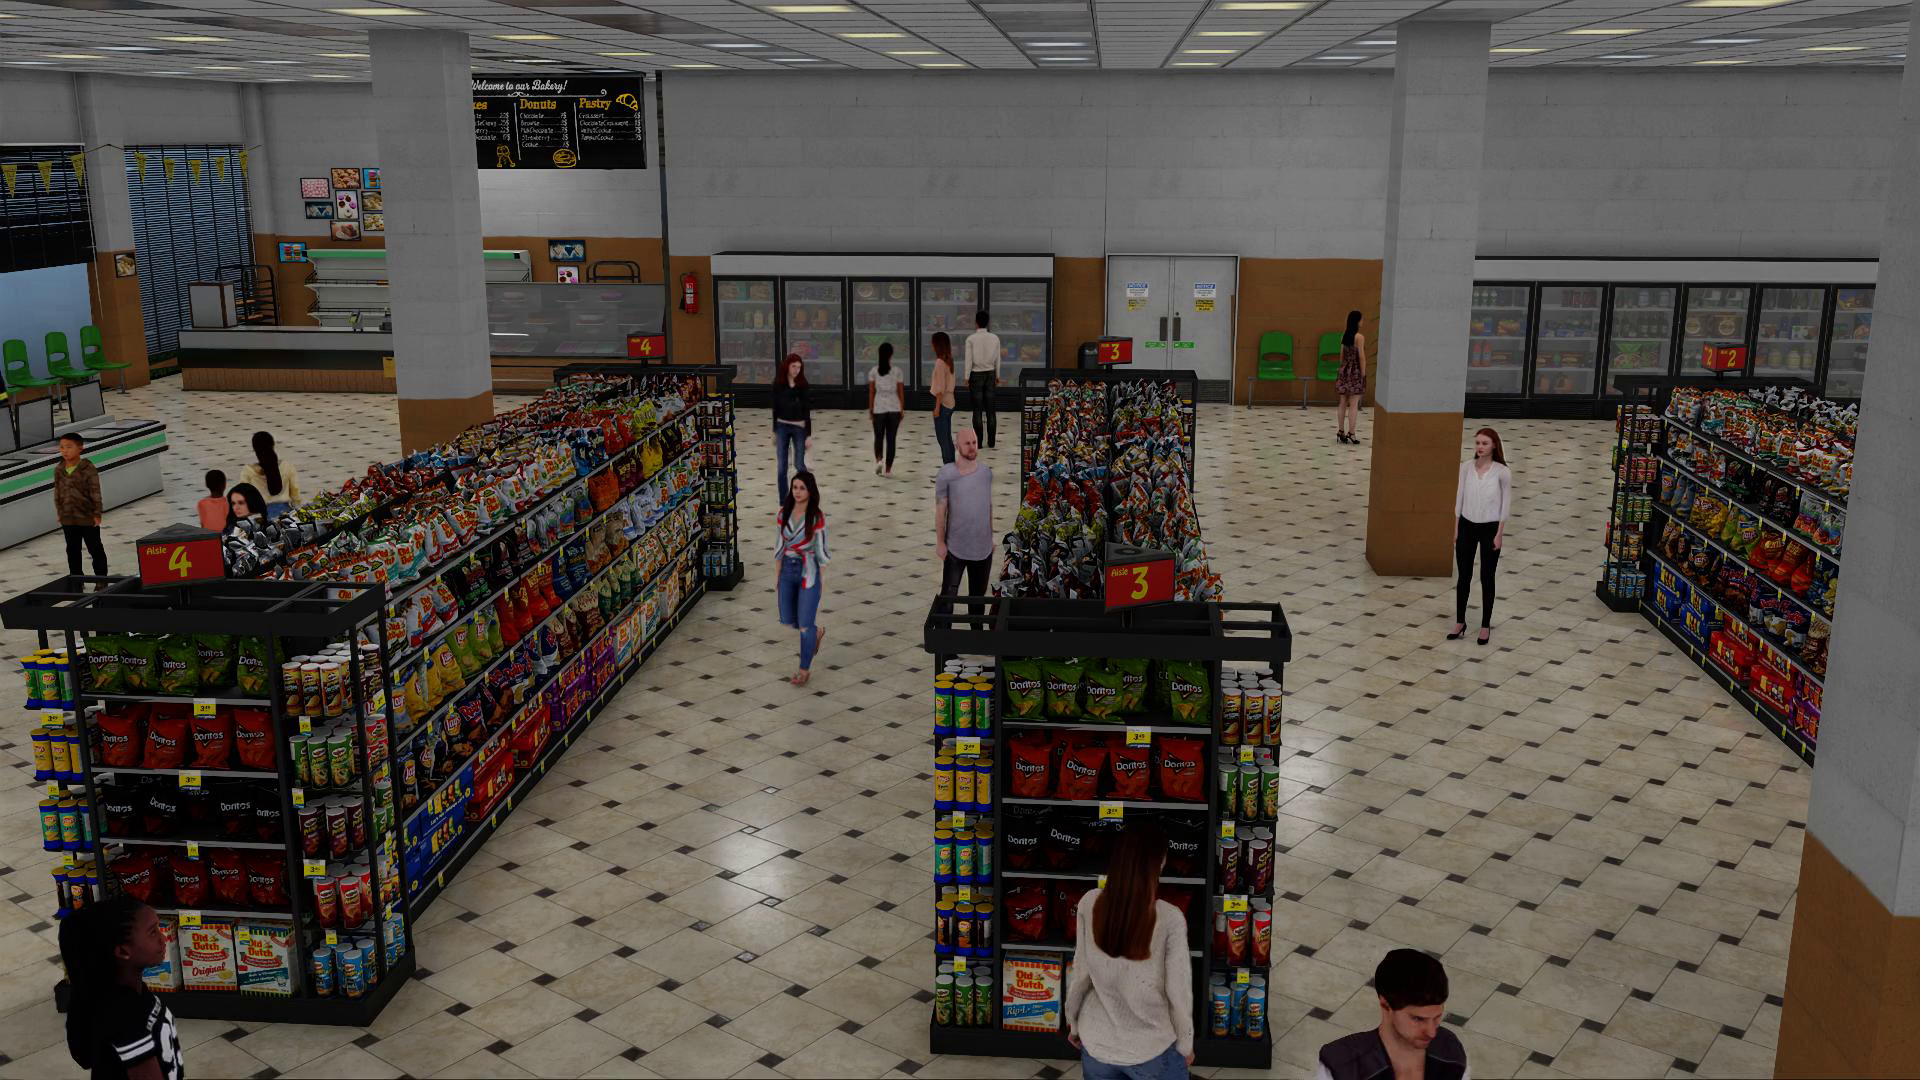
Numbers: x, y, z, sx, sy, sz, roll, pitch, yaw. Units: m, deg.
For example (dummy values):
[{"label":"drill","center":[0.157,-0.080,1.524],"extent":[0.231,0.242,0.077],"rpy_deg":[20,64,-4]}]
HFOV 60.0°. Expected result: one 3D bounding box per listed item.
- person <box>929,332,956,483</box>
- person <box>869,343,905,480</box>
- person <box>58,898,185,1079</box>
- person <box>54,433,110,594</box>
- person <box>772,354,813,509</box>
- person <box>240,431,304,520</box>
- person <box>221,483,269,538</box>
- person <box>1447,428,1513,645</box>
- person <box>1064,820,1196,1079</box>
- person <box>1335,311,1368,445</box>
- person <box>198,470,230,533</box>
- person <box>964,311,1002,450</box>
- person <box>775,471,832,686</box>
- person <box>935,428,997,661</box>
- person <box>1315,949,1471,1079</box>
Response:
[{"label":"person","center":[-0.194,-1.578,19.751],"extent":[0.692,1.790,0.517],"rpy_deg":[4,14,15]},{"label":"person","center":[-0.877,-1.519,19.849],"extent":[0.580,1.630,0.645],"rpy_deg":[0,14,0]},{"label":"person","center":[-2.691,1.984,5.278],"extent":[1.030,1.690,1.177],"rpy_deg":[-6,15,-22]},{"label":"person","center":[-7.921,-0.246,14.972],"extent":[0.599,1.455,0.597],"rpy_deg":[-1,14,-2]},{"label":"person","center":[-1.781,-1.124,17.969],"extent":[0.641,1.748,1.178],"rpy_deg":[2,14,9]},{"label":"person","center":[-5.797,-0.113,14.051],"extent":[0.721,1.630,0.746],"rpy_deg":[-8,16,-31]},{"label":"person","center":[-4.784,0.478,11.405],"extent":[0.686,1.730,1.122],"rpy_deg":[2,14,8]},{"label":"person","center":[4.210,-0.040,13.475],"extent":[0.665,1.760,0.674],"rpy_deg":[10,17,35]},{"label":"person","center":[0.593,1.835,5.920],"extent":[0.746,1.677,0.778],"rpy_deg":[7,15,25]},{"label":"person","center":[5.252,-2.183,22.283],"extent":[0.861,1.773,0.785],"rpy_deg":[-8,16,-28]},{"label":"person","center":[-6.244,0.054,14.052],"extent":[0.523,1.306,0.541],"rpy_deg":[-3,14,-11]},{"label":"person","center":[0.300,-2.118,21.934],"extent":[0.736,1.811,0.697],"rpy_deg":[-4,14,-17]},{"label":"person","center":[-1.160,0.262,12.565],"extent":[0.766,1.603,0.917],"rpy_deg":[6,15,24]},{"label":"person","center":[0.059,0.022,13.055],"extent":[0.769,1.837,0.792],"rpy_deg":[-8,16,-30]},{"label":"person","center":[1.201,1.993,4.945],"extent":[0.894,1.830,0.930],"rpy_deg":[-8,16,-29]}]
